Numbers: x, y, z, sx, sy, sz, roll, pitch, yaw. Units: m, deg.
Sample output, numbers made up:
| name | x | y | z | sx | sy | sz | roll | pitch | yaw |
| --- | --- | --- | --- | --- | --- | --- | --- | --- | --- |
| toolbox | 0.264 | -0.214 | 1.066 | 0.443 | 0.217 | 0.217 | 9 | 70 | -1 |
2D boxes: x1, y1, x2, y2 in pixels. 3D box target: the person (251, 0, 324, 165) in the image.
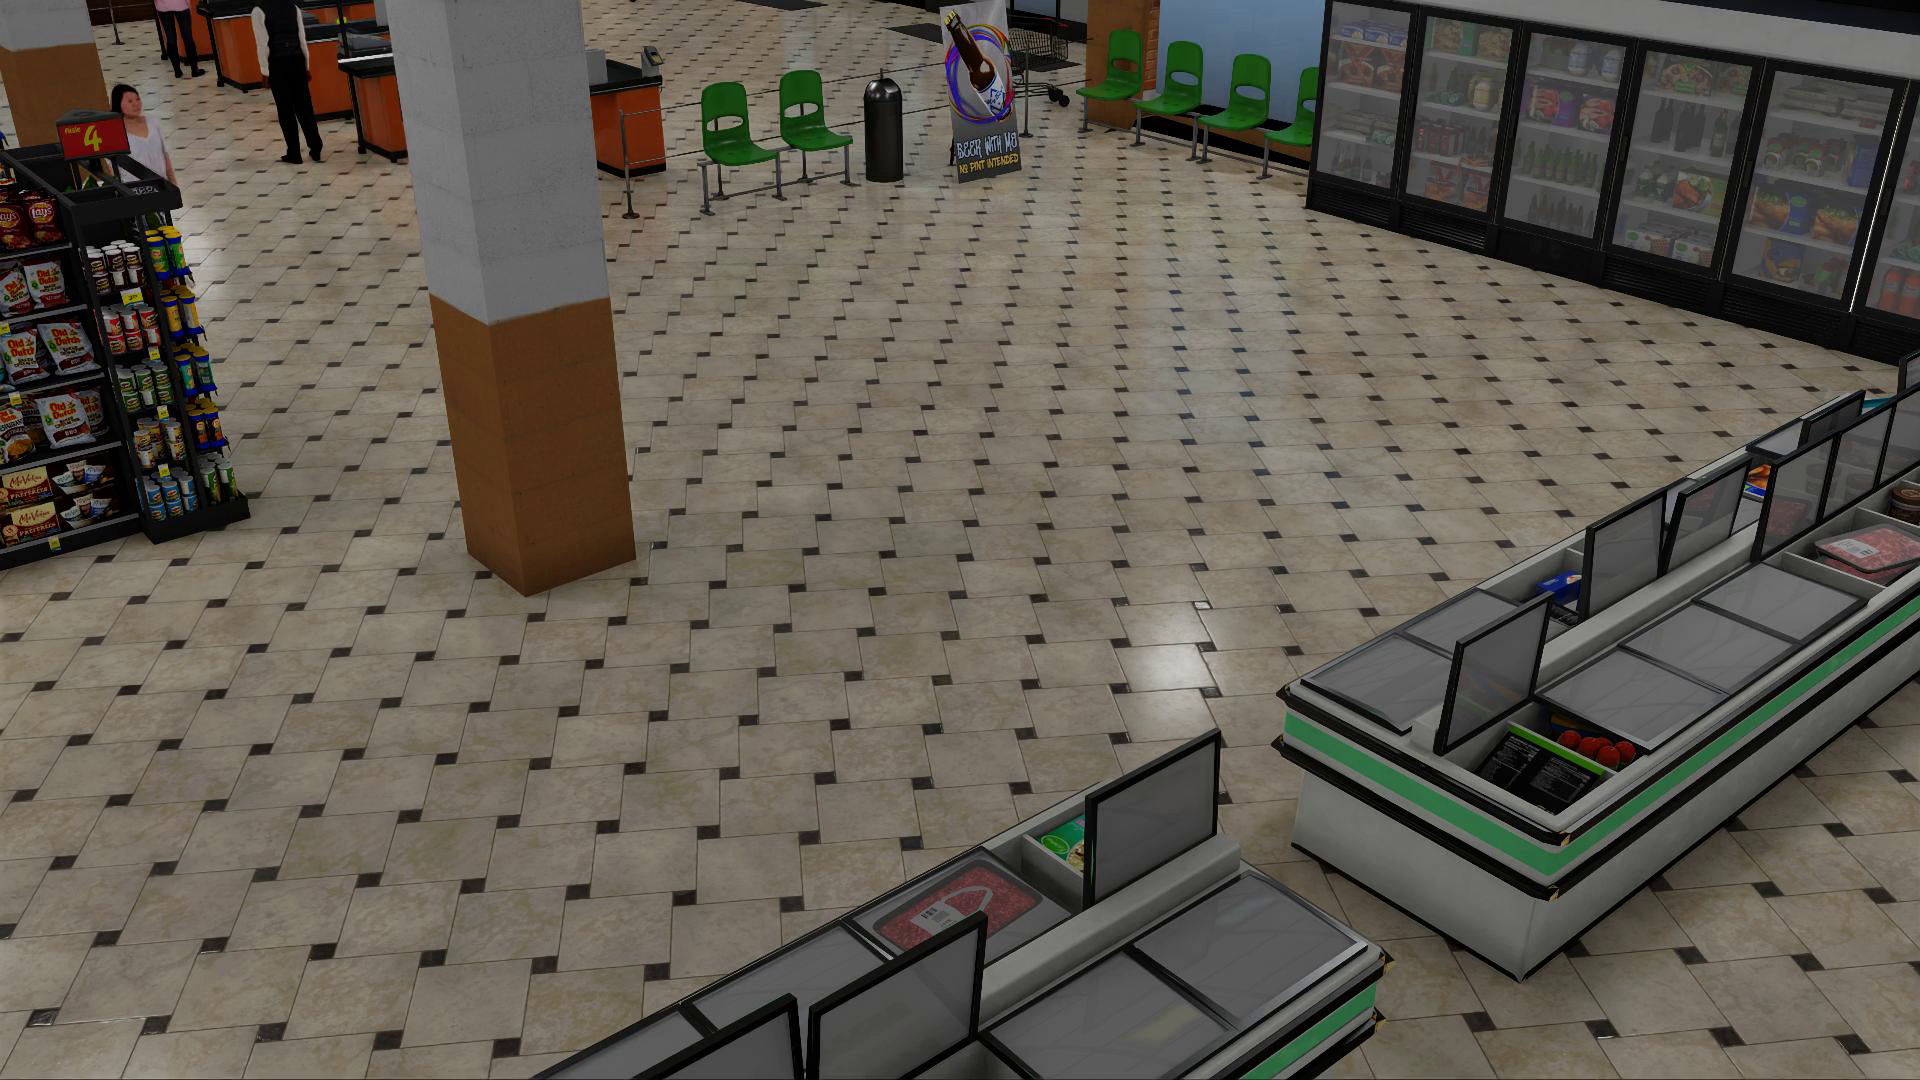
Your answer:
| name | x | y | z | sx | sy | sz | roll | pitch | yaw |
| --- | --- | --- | --- | --- | --- | --- | --- | --- | --- |
| person | -6.940 | -4.864 | 17.123 | 0.524 | 1.918 | 0.758 | -23 | 35 | -38 |

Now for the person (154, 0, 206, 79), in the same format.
| name | x | y | z | sx | sy | sz | roll | pitch | yaw |
| --- | --- | --- | --- | --- | --- | --- | --- | --- | --- |
| person | -9.979 | -6.740 | 21.079 | 0.649 | 1.687 | 0.746 | -4 | 27 | -7 |

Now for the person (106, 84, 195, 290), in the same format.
| name | x | y | z | sx | sy | sz | roll | pitch | yaw |
| --- | --- | --- | --- | --- | --- | --- | --- | --- | --- |
| person | -6.646 | -2.848 | 13.446 | 1.031 | 1.648 | 1.137 | 12 | 29 | 23 |
